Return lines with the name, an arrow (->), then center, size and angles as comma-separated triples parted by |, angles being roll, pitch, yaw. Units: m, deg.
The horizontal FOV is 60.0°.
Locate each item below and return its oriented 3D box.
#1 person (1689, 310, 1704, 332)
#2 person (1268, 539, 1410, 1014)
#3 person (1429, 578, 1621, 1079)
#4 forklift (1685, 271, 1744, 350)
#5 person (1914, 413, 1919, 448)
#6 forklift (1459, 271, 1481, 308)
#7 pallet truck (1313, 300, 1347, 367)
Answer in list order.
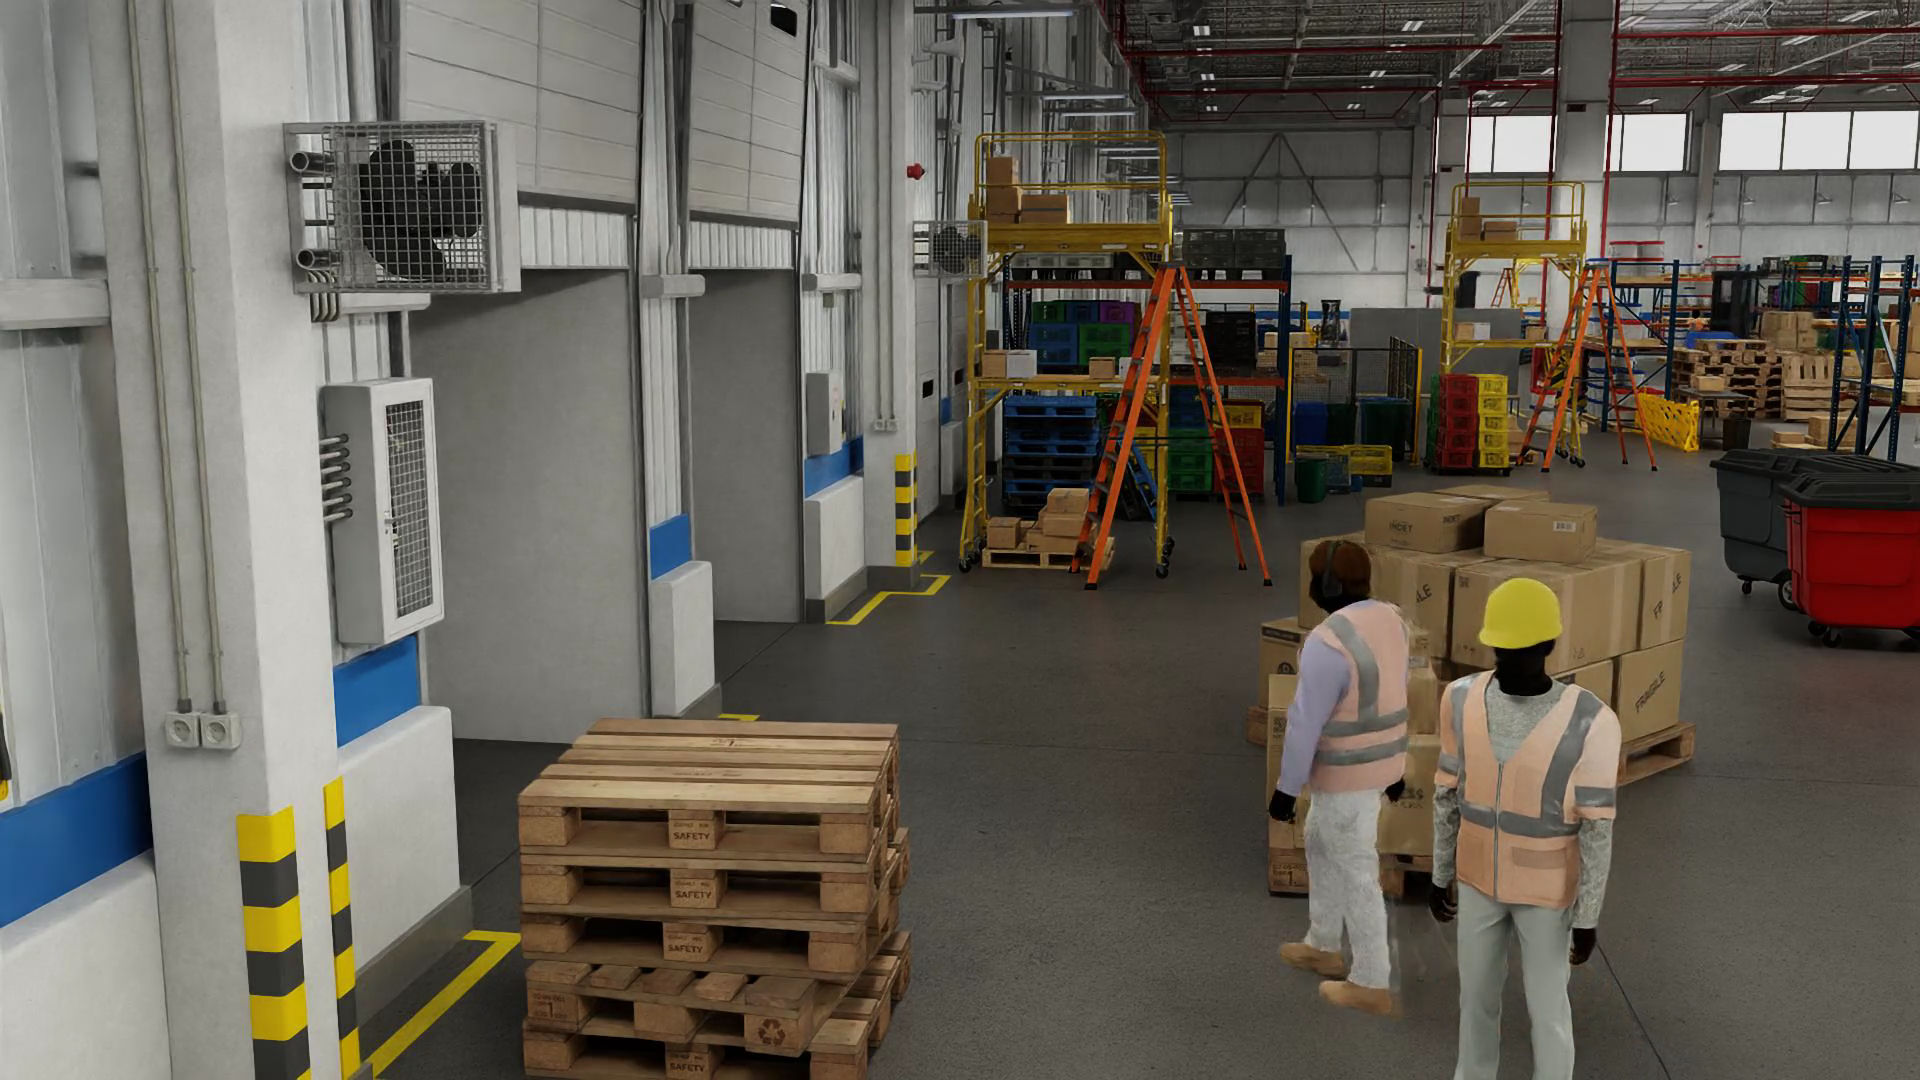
person -> 21.908, -6.018, 49.553 | 0.529, 1.689, 0.321 | -4, 10, -21
person -> 1.427, 0.898, 6.482 | 0.707, 1.815, 0.644 | 7, 11, 36
person -> 1.726, 1.059, 5.185 | 0.396, 1.921, 0.585 | -9, 13, -44
forklift -> 21.947, -6.322, 47.760 | 1.873, 2.768, 1.129 | -3, 10, -19
person -> 15.566, -2.338, 26.705 | 0.320, 1.739, 0.485 | 5, 11, 30
forklift -> 12.710, -5.341, 41.705 | 1.873, 2.768, 1.129 | 1, 9, 9
pallet truck -> 11.159, -6.200, 49.718 | 0.823, 1.965, 1.885 | 4, 10, 26
